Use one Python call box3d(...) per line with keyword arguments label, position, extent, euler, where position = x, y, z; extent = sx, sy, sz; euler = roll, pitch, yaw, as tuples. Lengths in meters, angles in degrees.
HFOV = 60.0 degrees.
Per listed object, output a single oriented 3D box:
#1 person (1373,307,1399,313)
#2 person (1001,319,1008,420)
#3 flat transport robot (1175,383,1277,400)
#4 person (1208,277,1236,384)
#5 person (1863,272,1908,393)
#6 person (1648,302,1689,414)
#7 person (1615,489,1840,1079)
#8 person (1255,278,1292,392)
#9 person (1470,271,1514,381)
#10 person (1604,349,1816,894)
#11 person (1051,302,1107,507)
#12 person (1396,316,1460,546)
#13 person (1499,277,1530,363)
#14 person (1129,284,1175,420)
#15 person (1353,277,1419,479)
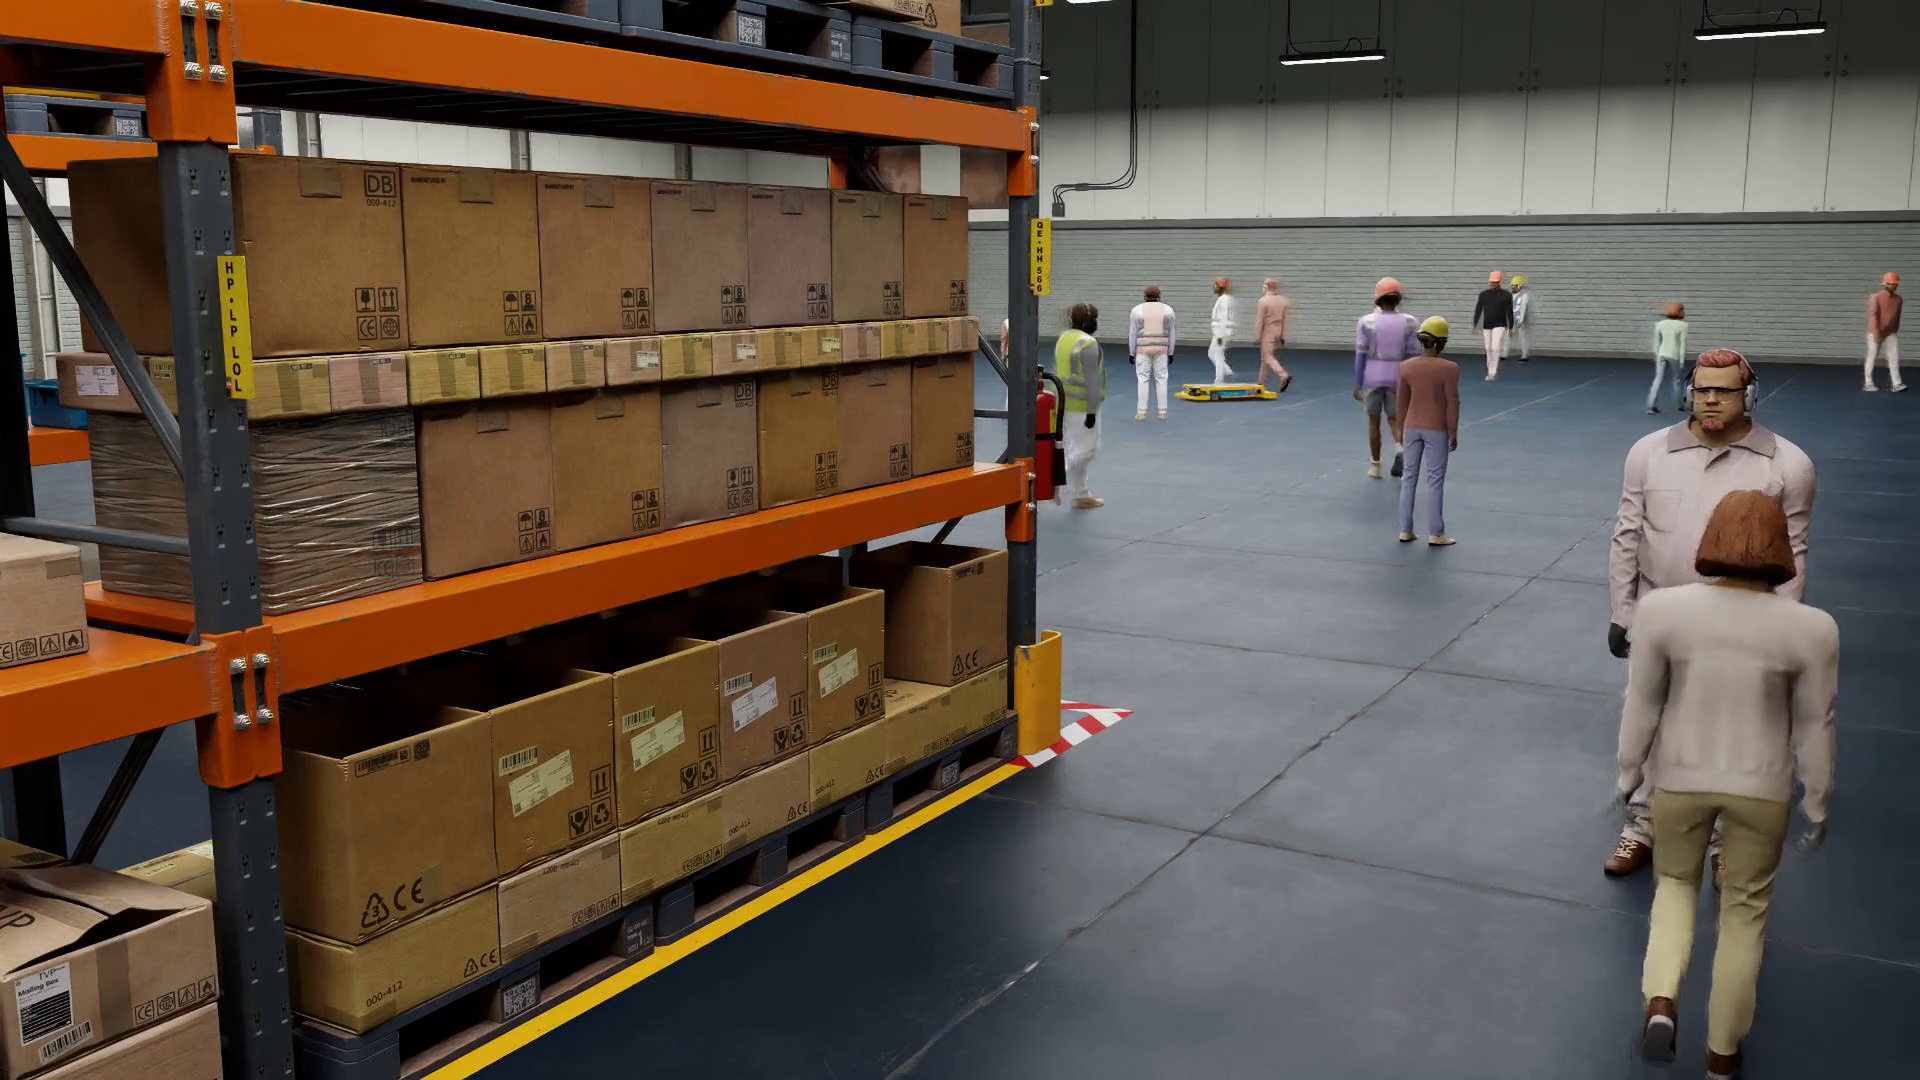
box3d(label="person", position=(6.537, -3.033, 25.696), extent=(0.307, 1.770, 0.525), euler=(-6, 12, -33))
box3d(label="person", position=(0.812, -2.448, 22.649), extent=(0.514, 1.638, 0.315), euler=(3, 10, 16))
box3d(label="flat transport robot", position=(4.126, -2.311, 25.847), extent=(1.431, 0.197, 0.652), euler=(-3, 10, -17))
box3d(label="person", position=(4.356, -3.461, 27.884), extent=(0.424, 1.873, 0.600), euler=(1, 10, 6))
box3d(label="person", position=(15.135, -3.368, 27.099), extent=(0.615, 1.949, 0.958), euler=(-1, 10, -5))
box3d(label="person", position=(10.048, -2.572, 23.523), extent=(0.841, 1.589, 0.512), euler=(-7, 12, -35))
box3d(label="person", position=(2.031, 0.672, 4.437), extent=(0.527, 1.616, 0.423), euler=(6, 11, 31))
box3d(label="person", position=(5.156, -3.384, 27.448), extent=(0.653, 1.876, 0.867), euler=(-9, 13, -41))
box3d(label="person", position=(9.446, -3.792, 29.581), extent=(0.647, 1.958, 0.859), euler=(9, 13, 41))
box3d(label="person", position=(2.614, 0.284, 5.869), extent=(0.643, 1.909, 0.410), euler=(6, 11, 30))
box3d(label="person", position=(0.996, -1.164, 14.580), extent=(0.610, 1.829, 0.632), euler=(-4, 11, -23))
box3d(label="person", position=(3.621, -0.842, 12.869), extent=(0.328, 1.769, 0.526), euler=(-9, 13, -42))
box3d(label="person", position=(11.559, -4.578, 34.680), extent=(0.831, 1.793, 0.594), euler=(-3, 10, -16))
box3d(label="person", position=(2.605, -2.548, 22.639), extent=(0.626, 1.843, 0.430), euler=(0, 10, -1))
box3d(label="person", position=(4.228, -1.590, 16.507), extent=(0.605, 2.029, 0.575), euler=(0, 10, 1))
